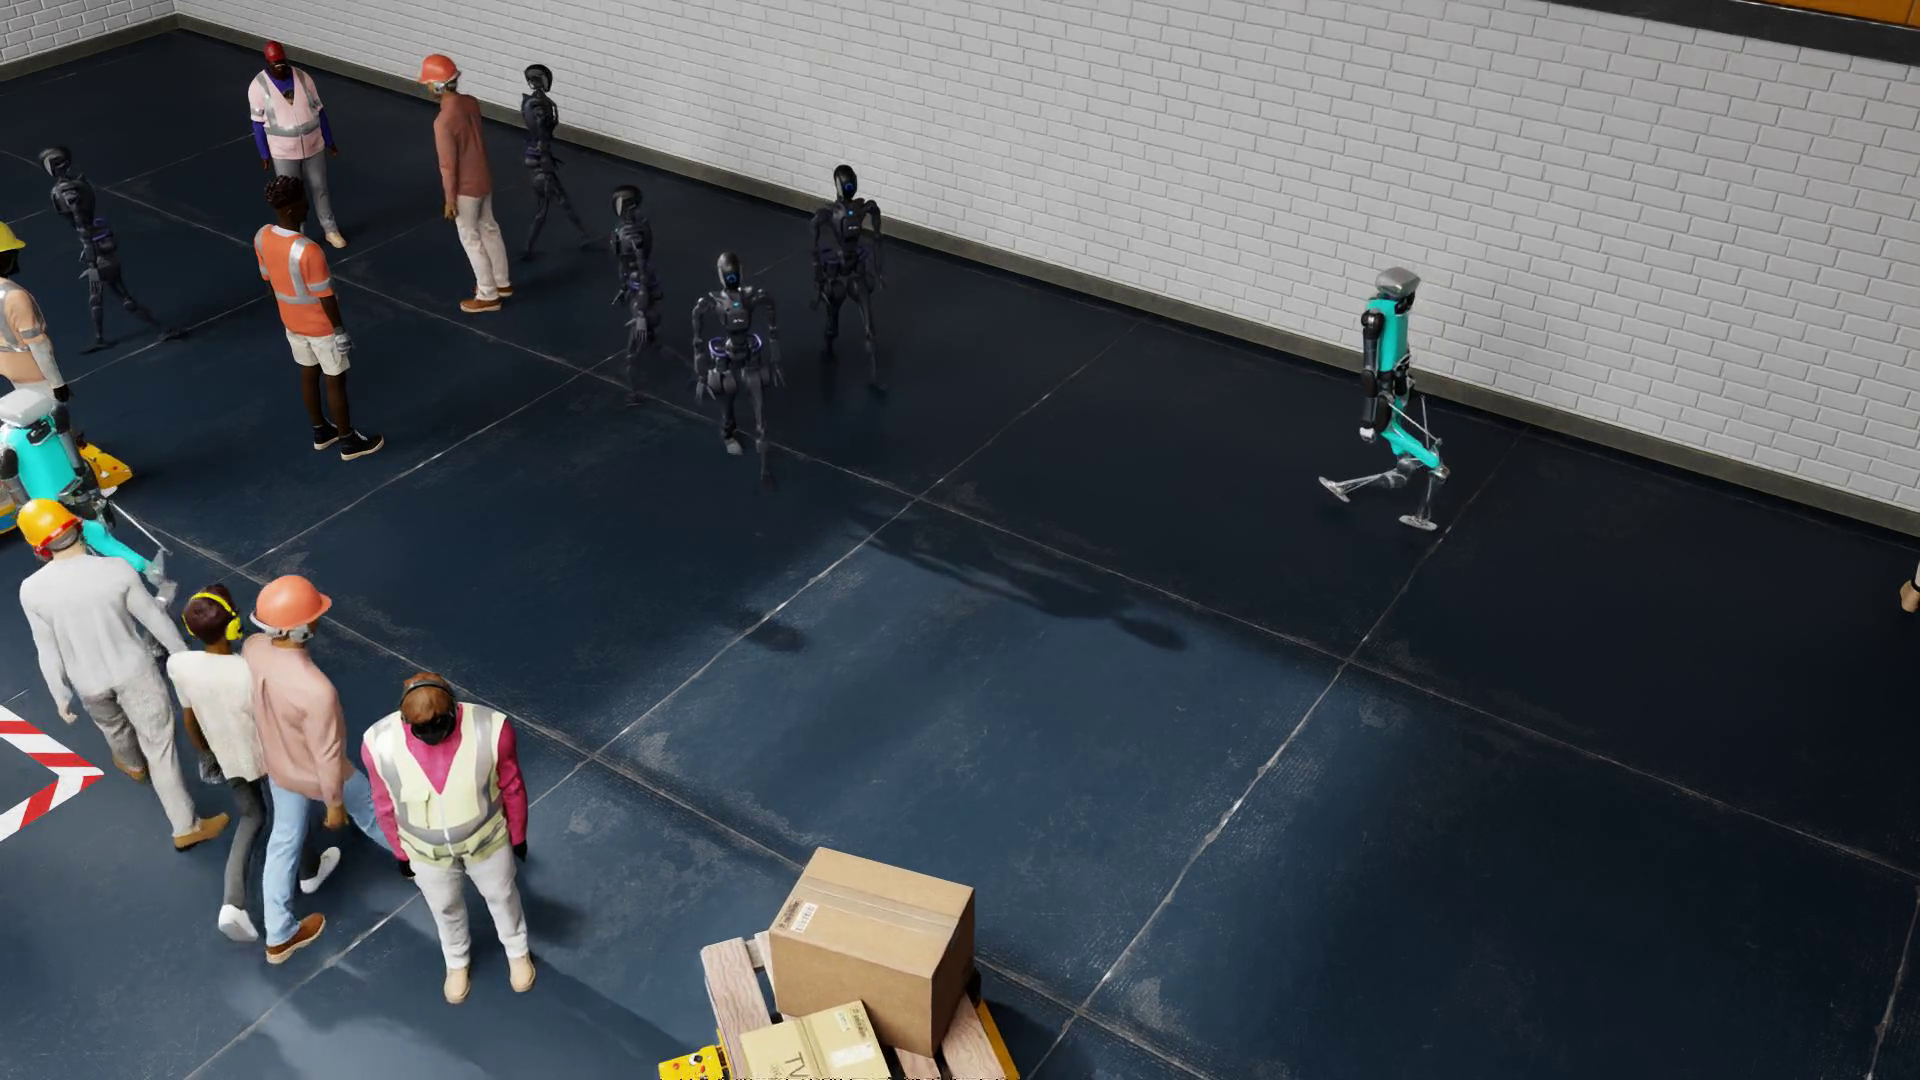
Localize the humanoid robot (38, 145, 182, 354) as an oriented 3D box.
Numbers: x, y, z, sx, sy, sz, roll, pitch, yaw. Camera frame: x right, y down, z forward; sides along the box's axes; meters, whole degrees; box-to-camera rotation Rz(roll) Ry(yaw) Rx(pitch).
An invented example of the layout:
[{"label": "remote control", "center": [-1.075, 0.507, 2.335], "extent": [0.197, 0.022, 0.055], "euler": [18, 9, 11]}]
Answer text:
[{"label": "humanoid robot", "center": [-6.256, -2.113, 12.110], "extent": [0.740, 1.641, 0.587], "euler": [-18, 39, -24]}]

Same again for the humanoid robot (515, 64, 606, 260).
[{"label": "humanoid robot", "center": [-3.324, -3.042, 13.420], "extent": [0.754, 1.625, 0.613], "euler": [-7, 36, -10]}]

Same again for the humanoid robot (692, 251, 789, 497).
[{"label": "humanoid robot", "center": [-1.425, -1.134, 10.698], "extent": [0.610, 1.636, 0.756], "euler": [-11, 36, -15]}]

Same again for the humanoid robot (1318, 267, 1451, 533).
[{"label": "humanoid robot", "center": [2.731, -0.777, 10.120], "extent": [1.049, 1.743, 0.536], "euler": [23, 41, 29]}]

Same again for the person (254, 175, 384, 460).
[{"label": "person", "center": [-4.213, -1.441, 10.844], "extent": [0.614, 1.963, 0.361], "euler": [21, 40, 27]}]

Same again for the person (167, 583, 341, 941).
[{"label": "person", "center": [-3.201, 1.020, 7.438], "extent": [0.510, 1.846, 0.709], "euler": [5, 35, 7]}]

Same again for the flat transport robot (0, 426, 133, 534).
[{"label": "flat transport robot", "center": [-6.157, -0.268, 10.646], "extent": [0.659, 0.231, 1.431], "euler": [24, 41, 30]}]

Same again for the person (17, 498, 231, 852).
[{"label": "person", "center": [-4.050, 0.614, 8.037], "extent": [0.625, 1.832, 0.930], "euler": [-11, 37, -15]}]

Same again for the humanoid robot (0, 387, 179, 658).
[{"label": "humanoid robot", "center": [-4.610, 0.012, 8.966], "extent": [0.685, 1.795, 0.547], "euler": [7, 36, 10]}]

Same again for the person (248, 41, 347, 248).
[{"label": "person", "center": [-5.385, -3.178, 13.510], "extent": [0.600, 1.754, 0.419], "euler": [-24, 41, -30]}]

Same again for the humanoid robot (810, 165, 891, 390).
[{"label": "humanoid robot", "center": [-0.792, -1.875, 11.760], "extent": [0.591, 1.621, 0.805], "euler": [-16, 38, -21]}]

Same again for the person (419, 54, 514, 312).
[{"label": "person", "center": [-3.761, -2.705, 12.638], "extent": [0.416, 1.984, 0.628], "euler": [6, 35, 9]}]

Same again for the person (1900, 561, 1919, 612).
[{"label": "person", "center": [5.783, -0.364, 9.372], "extent": [0.490, 1.889, 0.385], "euler": [21, 40, 27]}]

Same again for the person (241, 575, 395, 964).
[{"label": "person", "center": [-2.875, 0.966, 7.444], "extent": [0.621, 1.924, 1.088], "euler": [22, 40, 28]}]

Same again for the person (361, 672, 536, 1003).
[{"label": "person", "center": [-2.138, 1.270, 7.099], "extent": [0.615, 1.830, 0.431], "euler": [-7, 36, -10]}]

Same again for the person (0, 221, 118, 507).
[{"label": "person", "center": [-5.793, -1.093, 10.381], "extent": [0.594, 1.923, 0.361], "euler": [21, 40, 27]}]

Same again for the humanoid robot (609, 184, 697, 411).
[{"label": "humanoid robot", "center": [-2.146, -1.684, 11.467], "extent": [0.717, 1.632, 0.603], "euler": [-13, 37, -18]}]

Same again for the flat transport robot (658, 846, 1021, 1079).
[{"label": "flat transport robot", "center": [-0.505, 2.260, 7.033], "extent": [1.431, 0.231, 0.659], "euler": [-12, 37, -16]}]
